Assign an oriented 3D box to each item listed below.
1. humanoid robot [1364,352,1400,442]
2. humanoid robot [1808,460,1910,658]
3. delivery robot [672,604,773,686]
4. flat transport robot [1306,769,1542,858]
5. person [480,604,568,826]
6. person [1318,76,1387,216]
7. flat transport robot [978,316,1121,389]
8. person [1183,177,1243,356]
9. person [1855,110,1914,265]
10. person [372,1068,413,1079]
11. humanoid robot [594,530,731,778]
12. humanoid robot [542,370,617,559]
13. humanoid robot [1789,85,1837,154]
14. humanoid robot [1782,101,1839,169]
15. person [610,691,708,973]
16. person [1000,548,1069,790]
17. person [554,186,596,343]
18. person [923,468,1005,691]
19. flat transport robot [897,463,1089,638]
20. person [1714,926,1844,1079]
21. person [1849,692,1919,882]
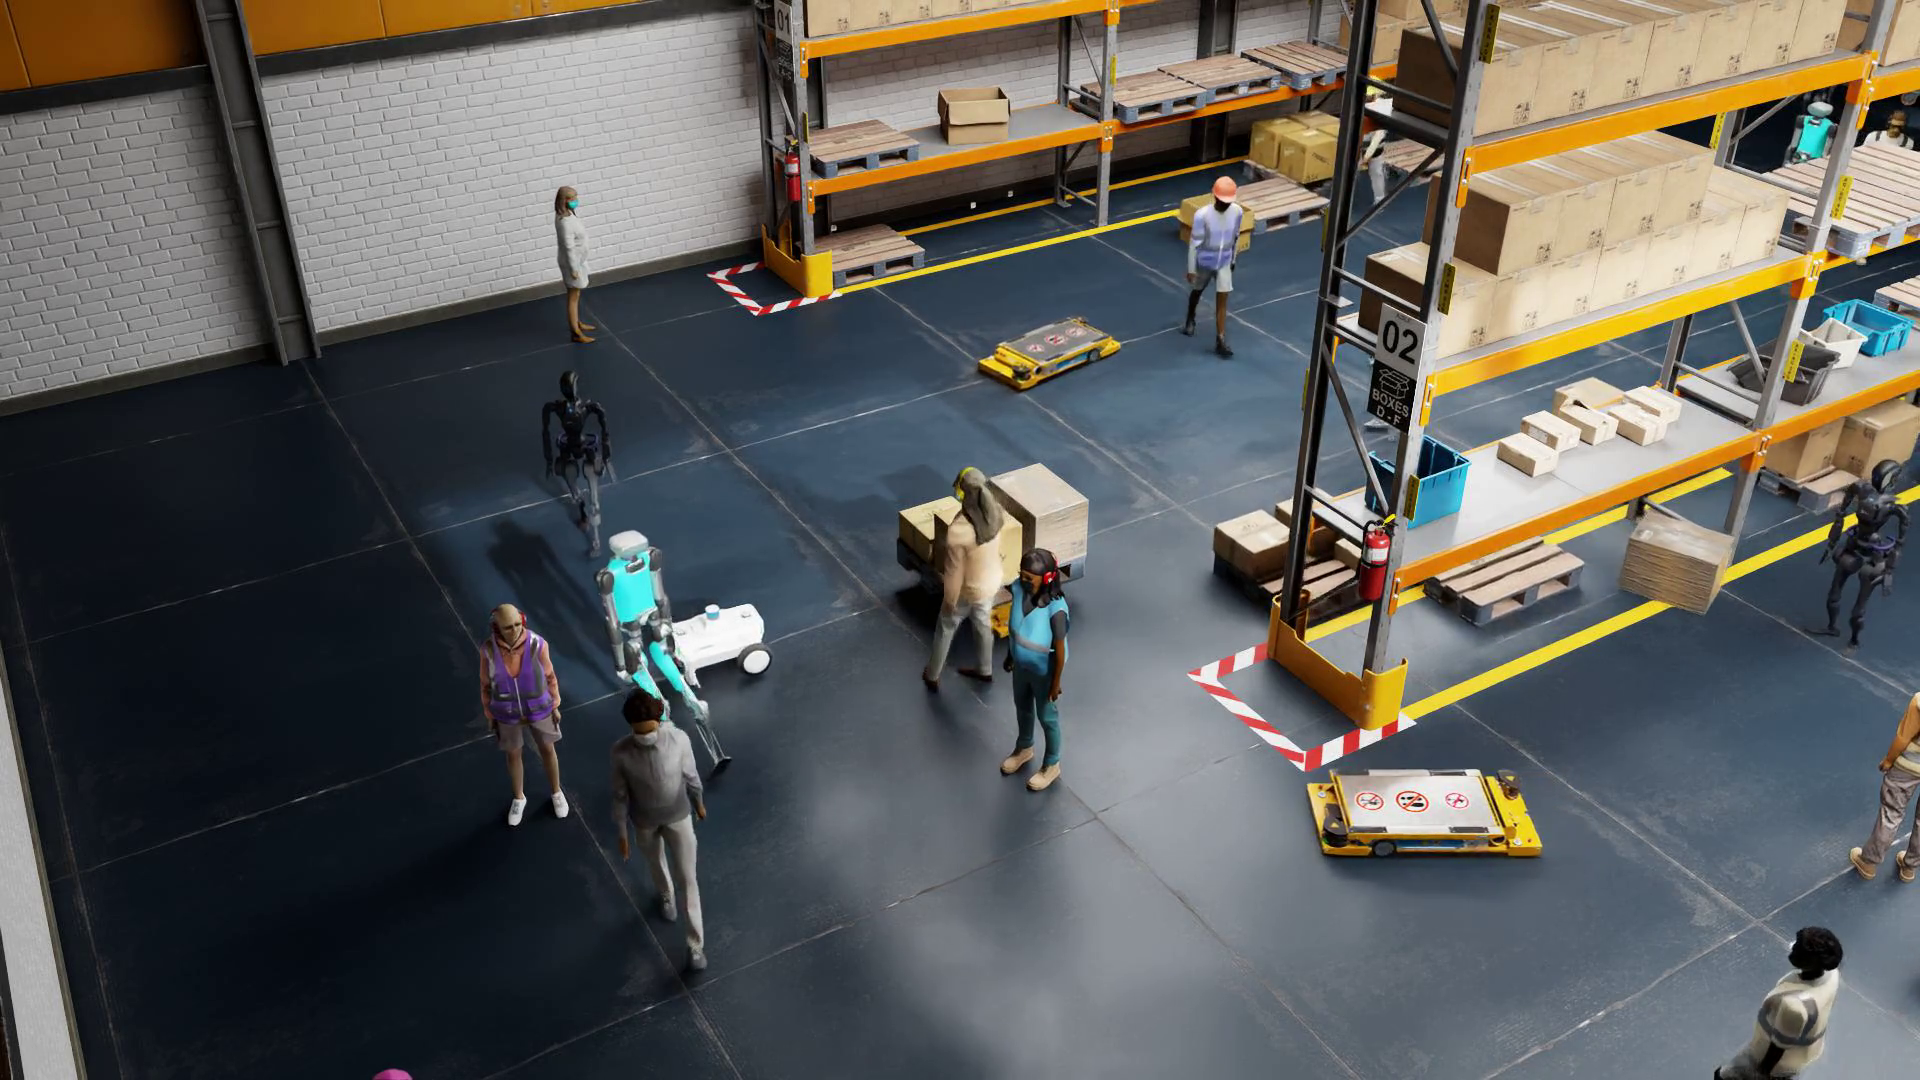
[{"bbox_3d":[4.099,-1.716,15.472,0.768,1.814,0.530,-22,38,-31],"label":"humanoid robot"},{"bbox_3d":[6.841,0.123,12.580,0.349,1.650,0.598,-17,36,-25],"label":"humanoid robot"},{"bbox_3d":[-1.838,0.750,12.612,0.759,0.588,0.525,-15,35,-23],"label":"delivery robot"},{"bbox_3d":[3.101,1.833,11.161,1.431,0.231,0.659,0,32,0],"label":"flat transport robot"},{"bbox_3d":[-2.867,1.132,10.934,0.493,1.694,0.348,-7,33,-11],"label":"person"},{"bbox_3d":[4.921,-4.783,20.300,0.962,1.770,0.578,-20,37,-28],"label":"person"},{"bbox_3d":[0.938,-1.947,17.189,1.431,0.231,0.659,-25,40,-34],"label":"flat transport robot"},{"bbox_3d":[2.605,-2.885,17.162,0.571,1.891,0.944,-8,33,-12],"label":"person"},{"bbox_3d":[10.541,-4.095,19.144,0.538,1.824,0.525,11,34,17],"label":"person"},{"bbox_3d":[-2.422,3.097,7.533,0.505,1.985,0.391,-20,37,-29],"label":"person"},{"bbox_3d":[-1.965,0.854,11.361,0.990,1.764,0.560,24,39,33],"label":"humanoid robot"},{"bbox_3d":[-3.183,-0.685,13.894,0.599,1.626,0.775,-1,32,-2],"label":"humanoid robot"},{"bbox_3d":[11.601,-6.091,22.519,0.727,1.634,0.590,-28,42,-37],"label":"humanoid robot"},{"bbox_3d":[9.657,-4.164,19.330,0.722,1.767,0.543,-18,36,-26],"label":"humanoid robot"},{"bbox_3d":[-1.775,1.708,9.867,0.553,1.852,0.957,-7,33,-10],"label":"person"},{"bbox_3d":[0.518,0.847,11.243,0.389,1.860,0.505,-24,39,-33],"label":"person"},{"bbox_3d":[-4.028,-2.893,17.383,0.343,1.660,0.484,-4,32,-7],"label":"person"},{"bbox_3d":[0.035,0.289,12.131,0.574,1.858,0.566,-27,41,-36],"label":"person"},{"bbox_3d":[0.222,0.298,13.608,0.659,0.231,1.431,-18,36,-26],"label":"flat transport robot"},{"bbox_3d":[4.227,2.600,8.603,0.552,1.687,0.376,-20,37,-29],"label":"person"},{"bbox_3d":[6.035,1.407,10.419,0.471,1.778,0.307,5,32,8],"label":"person"}]
